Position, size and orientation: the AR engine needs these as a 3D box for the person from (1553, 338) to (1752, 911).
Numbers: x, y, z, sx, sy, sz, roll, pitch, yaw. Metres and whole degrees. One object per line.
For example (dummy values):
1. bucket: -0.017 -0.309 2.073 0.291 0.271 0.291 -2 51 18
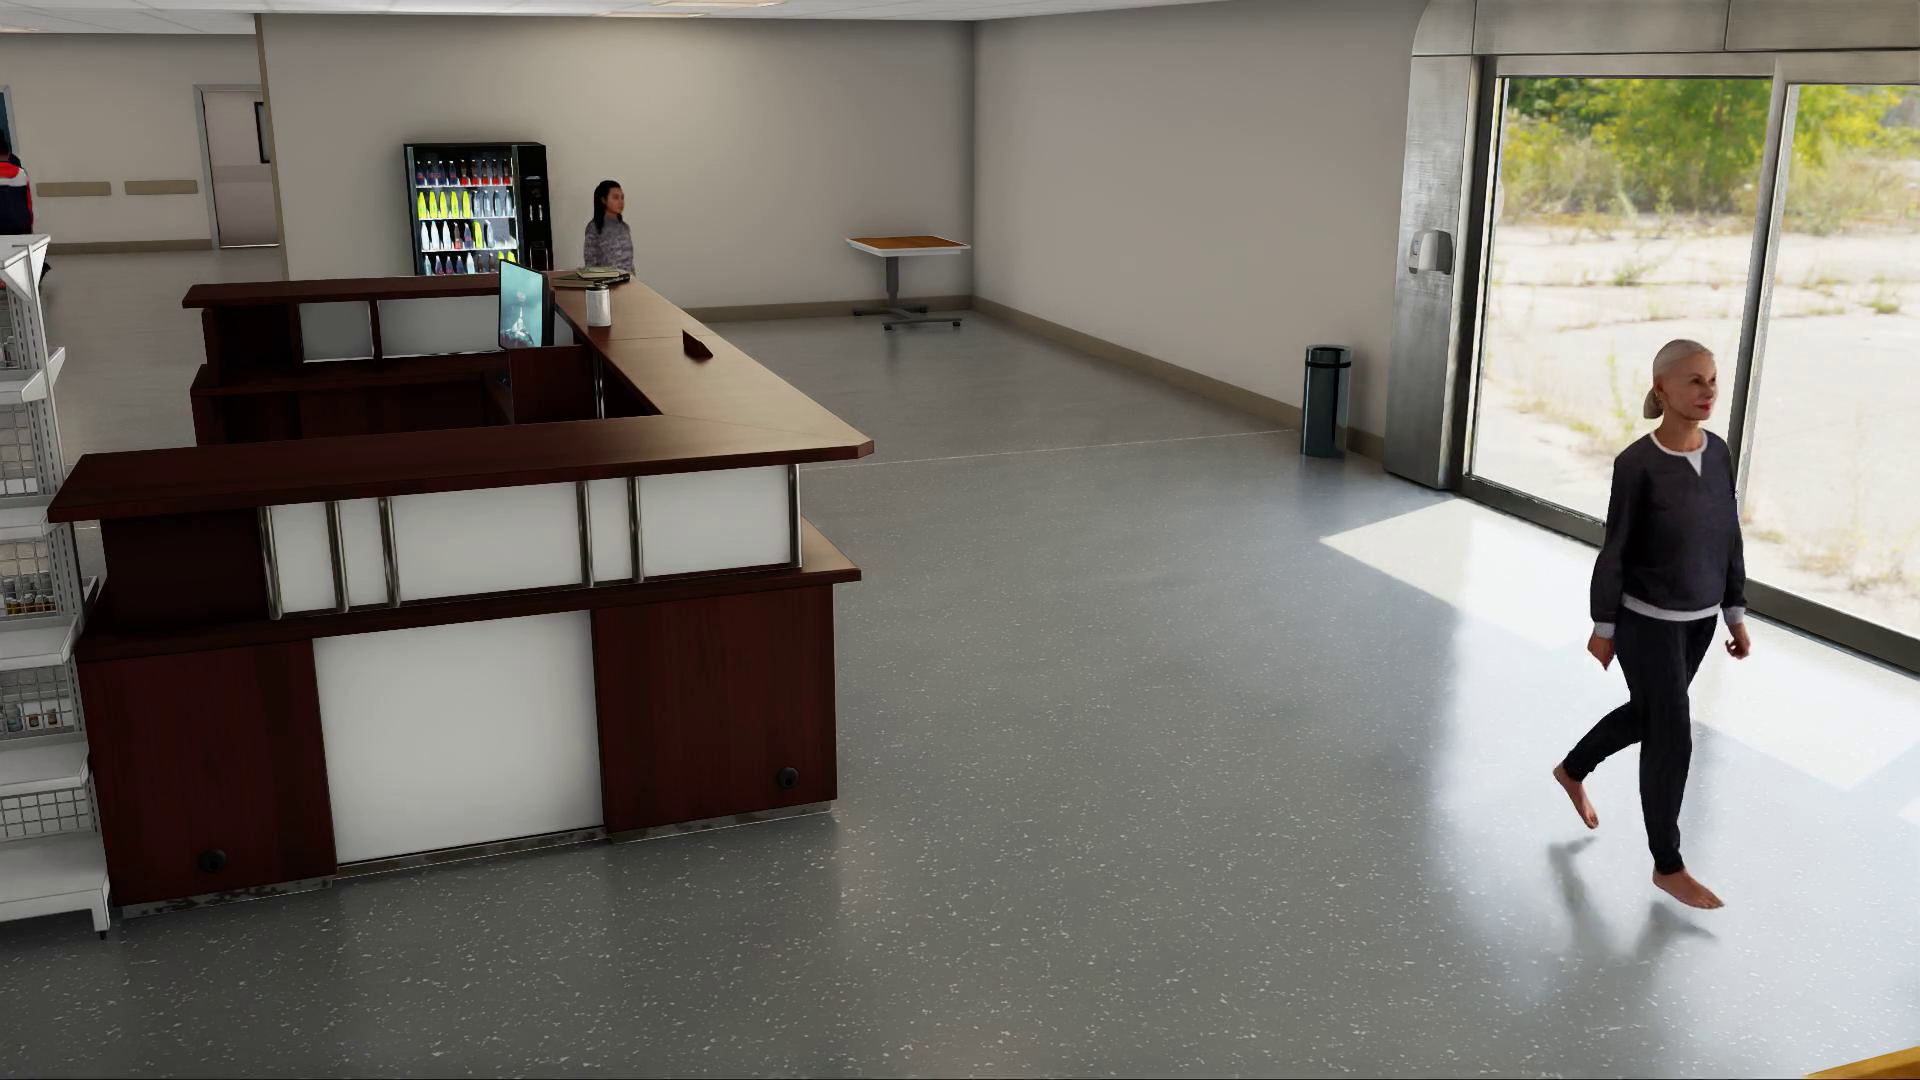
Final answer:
1. person: 2.172 0.213 5.259 1.018 1.702 0.741 -8 18 -26

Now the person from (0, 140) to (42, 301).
1. person: -10.509 -3.530 18.460 0.847 1.742 0.758 11 19 33

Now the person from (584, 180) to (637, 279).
1. person: -2.612 -1.766 12.245 0.939 1.719 0.932 12 20 36

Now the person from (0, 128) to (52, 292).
1. person: -11.071 -3.855 19.403 1.203 1.856 1.219 6 17 20
